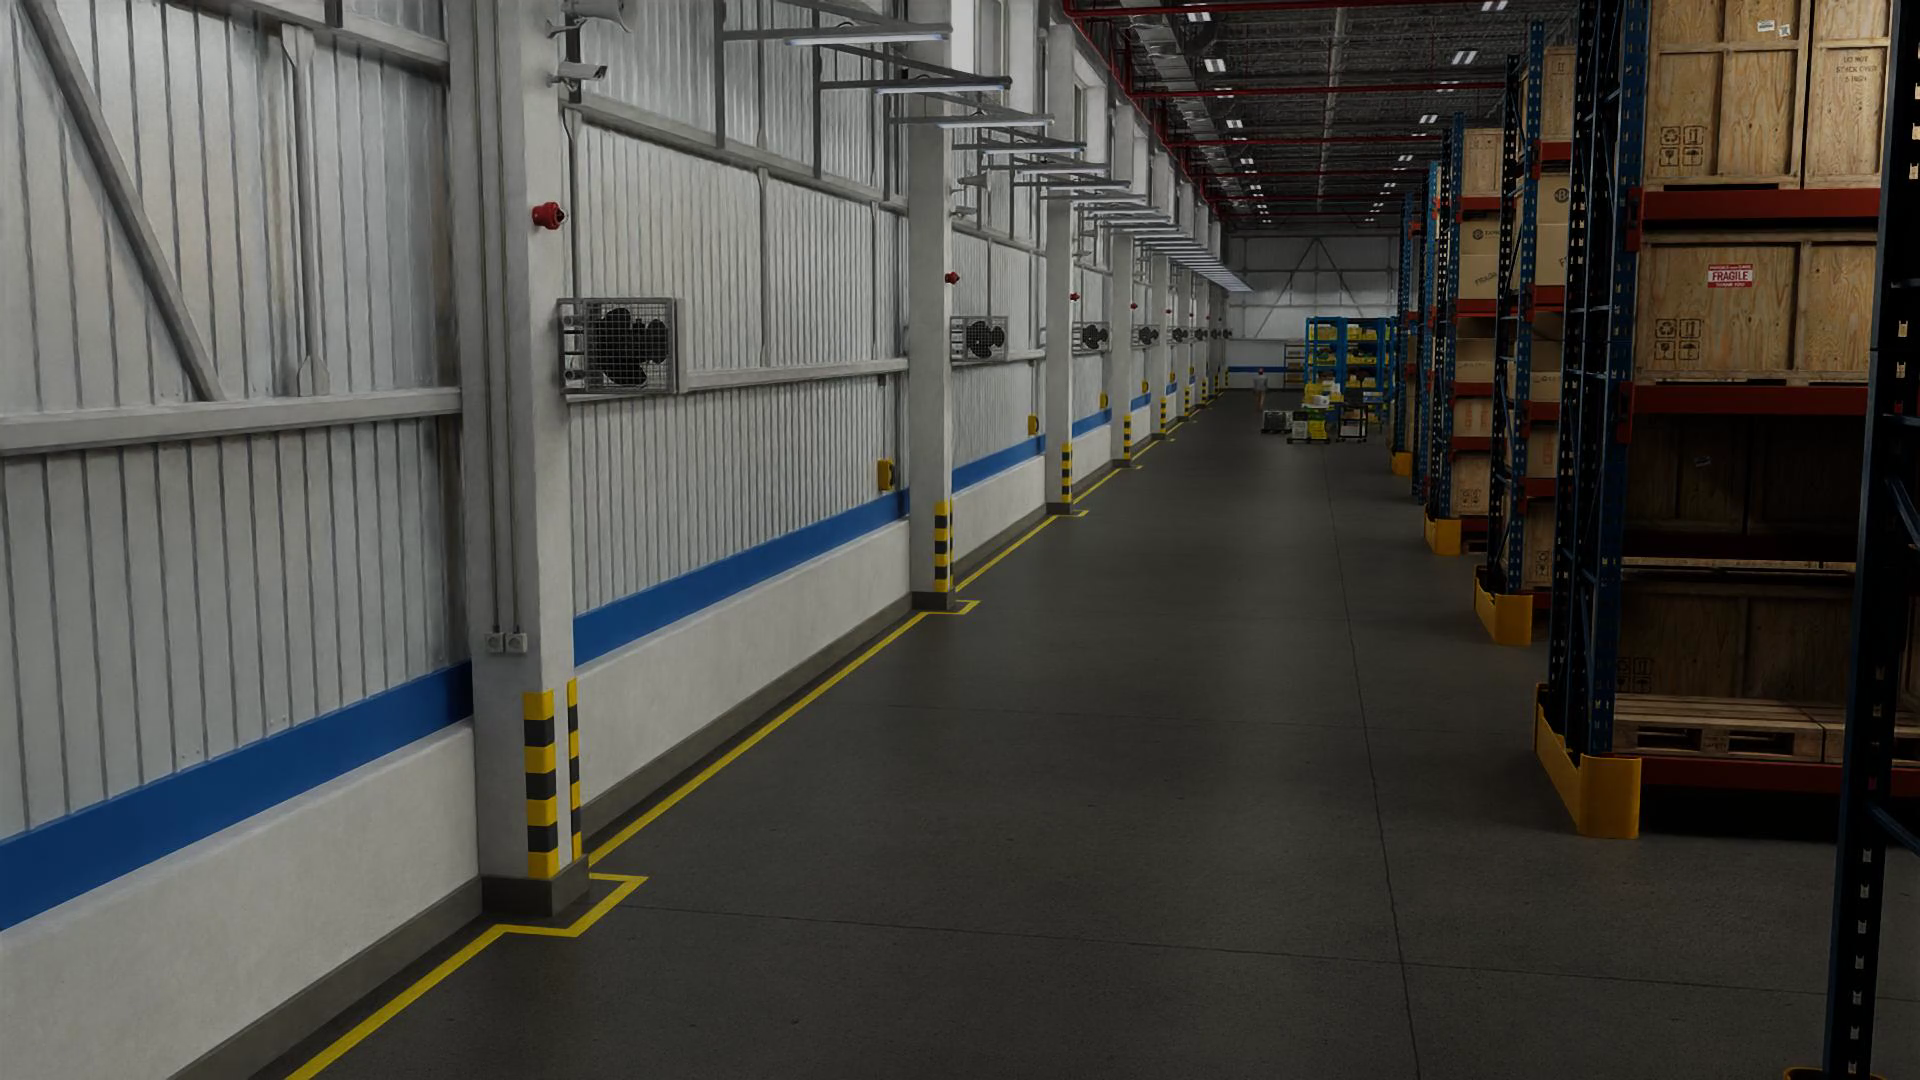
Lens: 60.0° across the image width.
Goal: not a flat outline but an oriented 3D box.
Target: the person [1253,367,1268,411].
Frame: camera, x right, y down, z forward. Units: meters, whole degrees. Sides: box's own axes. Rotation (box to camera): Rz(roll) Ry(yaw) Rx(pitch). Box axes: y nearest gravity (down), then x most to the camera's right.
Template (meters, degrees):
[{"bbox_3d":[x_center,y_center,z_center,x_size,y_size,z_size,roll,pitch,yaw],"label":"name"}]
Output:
[{"bbox_3d":[11.760,-5.893,65.102,0.576,1.734,0.598,2,7,18],"label":"person"}]
